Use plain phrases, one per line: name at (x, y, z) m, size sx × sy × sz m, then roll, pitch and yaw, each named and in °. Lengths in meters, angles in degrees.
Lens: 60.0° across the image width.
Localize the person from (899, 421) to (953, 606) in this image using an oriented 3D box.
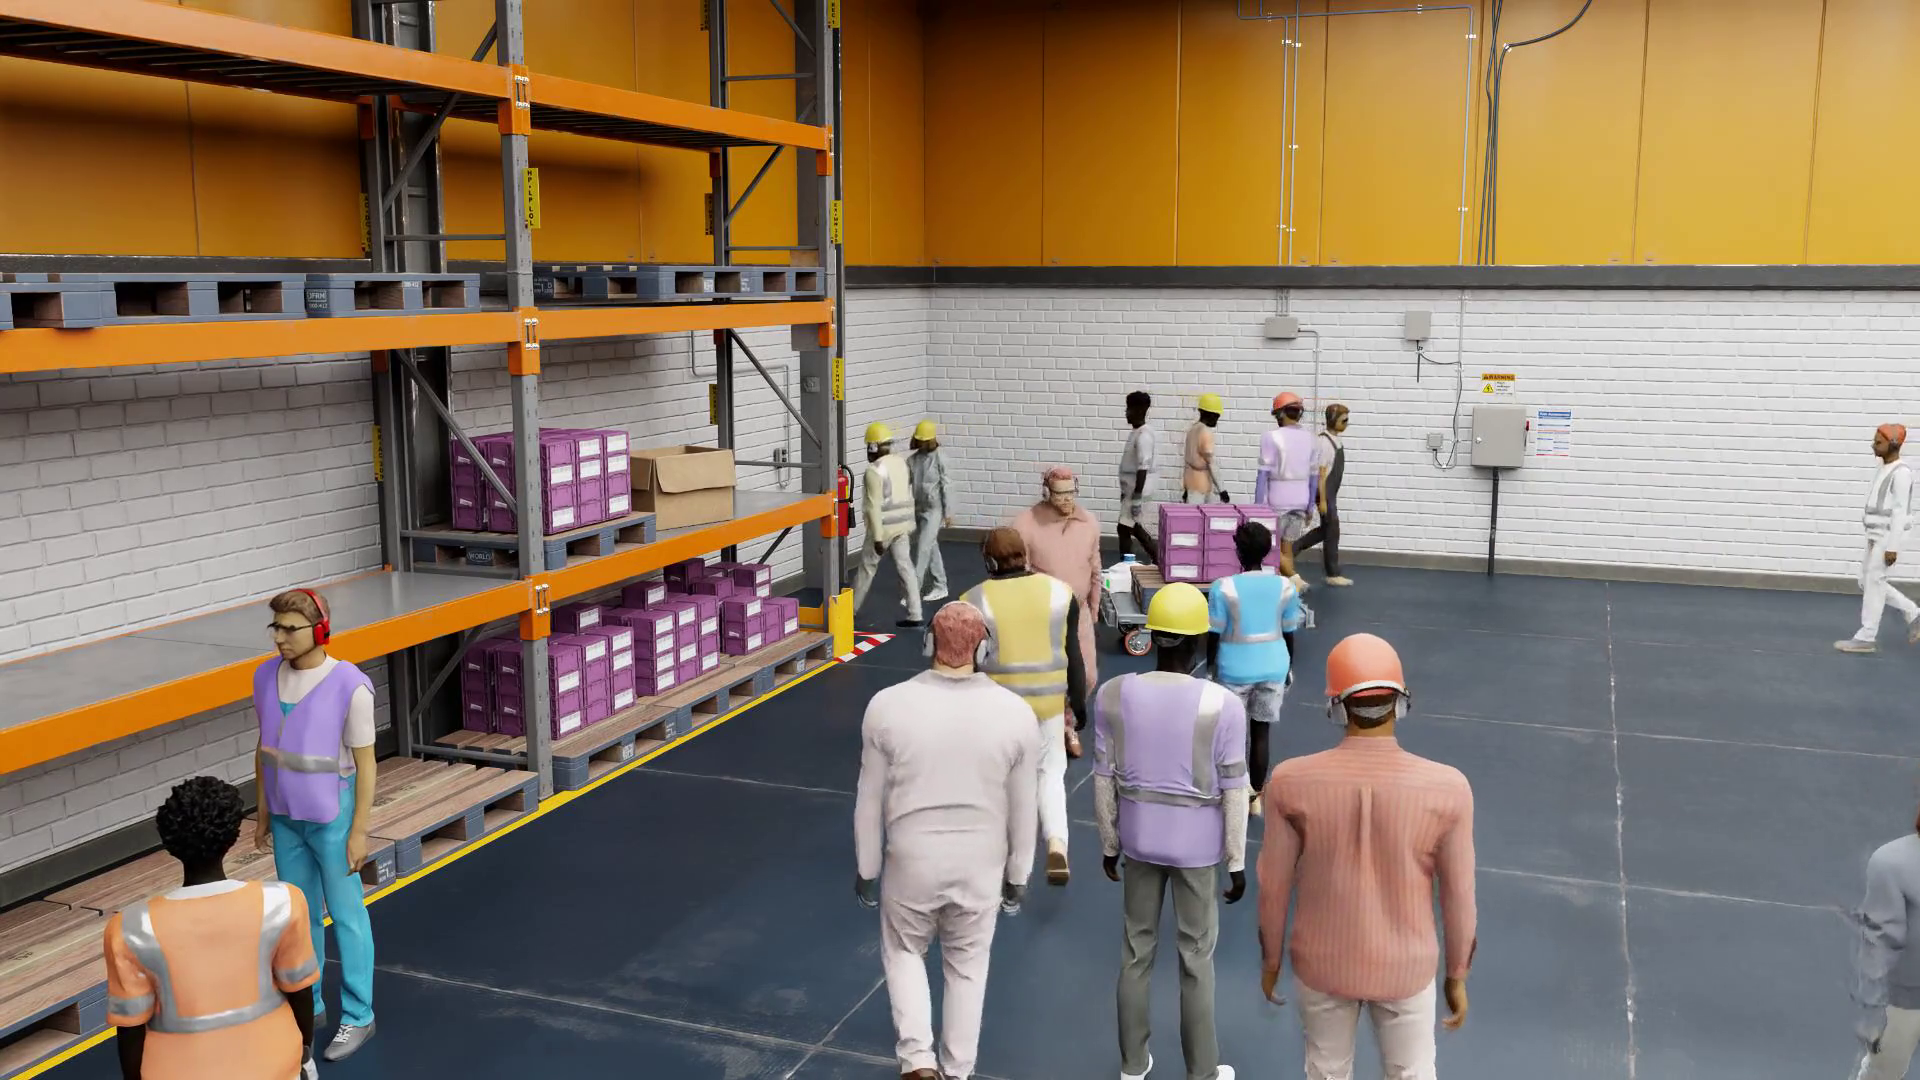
person at (-0.315, -0.245, 15.264) m, size 0.706 × 1.704 × 0.541 m, roll -8°, pitch 12°, yaw -42°

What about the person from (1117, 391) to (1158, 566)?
person at (1.740, -0.490, 16.156) m, size 0.679 × 1.926 × 0.682 m, roll 1°, pitch 9°, yaw 8°

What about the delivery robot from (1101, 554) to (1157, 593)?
delivery robot at (1.505, 0.367, 14.769) m, size 0.707 × 0.478 × 0.477 m, roll -5°, pitch 10°, yaw -29°

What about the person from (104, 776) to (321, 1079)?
person at (-2.013, 1.474, 4.539) m, size 0.532 × 1.697 × 0.319 m, roll -5°, pitch 10°, yaw -29°

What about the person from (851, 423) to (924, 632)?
person at (-0.693, -0.113, 14.232) m, size 0.900 × 1.778 × 0.593 m, roll 6°, pitch 11°, yaw 34°

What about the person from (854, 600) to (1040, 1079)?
person at (-0.046, 1.158, 5.930) m, size 0.661 × 1.884 × 0.481 m, roll -1°, pitch 9°, yaw -5°

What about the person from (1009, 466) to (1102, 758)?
person at (0.594, 0.477, 10.222) m, size 0.655 × 1.887 × 0.442 m, roll -3°, pitch 10°, yaw -18°

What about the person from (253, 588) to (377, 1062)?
person at (-2.508, 1.087, 6.495) m, size 0.567 × 1.847 × 0.389 m, roll 4°, pitch 10°, yaw 22°

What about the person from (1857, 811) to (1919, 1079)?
person at (3.024, 1.438, 5.143) m, size 0.530 × 1.592 × 0.824 m, roll 1°, pitch 9°, yaw 3°

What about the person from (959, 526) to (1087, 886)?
person at (0.314, 0.844, 8.157) m, size 0.685 × 1.810 × 0.638 m, roll -1°, pitch 9°, yaw -9°

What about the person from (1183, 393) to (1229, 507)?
person at (2.426, -0.566, 16.864) m, size 0.981 × 1.865 × 0.576 m, roll 0°, pitch 9°, yaw 1°

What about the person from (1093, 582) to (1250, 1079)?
person at (0.777, 1.108, 6.112) m, size 0.585 × 1.928 × 0.365 m, roll 4°, pitch 10°, yaw 25°

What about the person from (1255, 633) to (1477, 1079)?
person at (1.214, 1.266, 4.996) m, size 0.665 × 1.966 × 0.493 m, roll 2°, pitch 9°, yaw 14°

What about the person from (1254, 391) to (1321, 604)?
person at (2.949, -0.315, 14.817) m, size 0.681 × 1.999 × 0.748 m, roll -4°, pitch 10°, yaw -24°

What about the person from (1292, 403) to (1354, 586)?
person at (3.488, -0.446, 16.246) m, size 0.696 × 1.811 × 0.539 m, roll 4°, pitch 10°, yaw 25°

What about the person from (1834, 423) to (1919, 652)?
person at (7.450, -0.007, 13.302) m, size 0.642 × 1.869 × 0.592 m, roll 2°, pitch 9°, yaw 14°

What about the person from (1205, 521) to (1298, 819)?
person at (1.617, 0.737, 9.216) m, size 0.551 × 1.682 × 0.405 m, roll -1°, pitch 9°, yaw -9°
